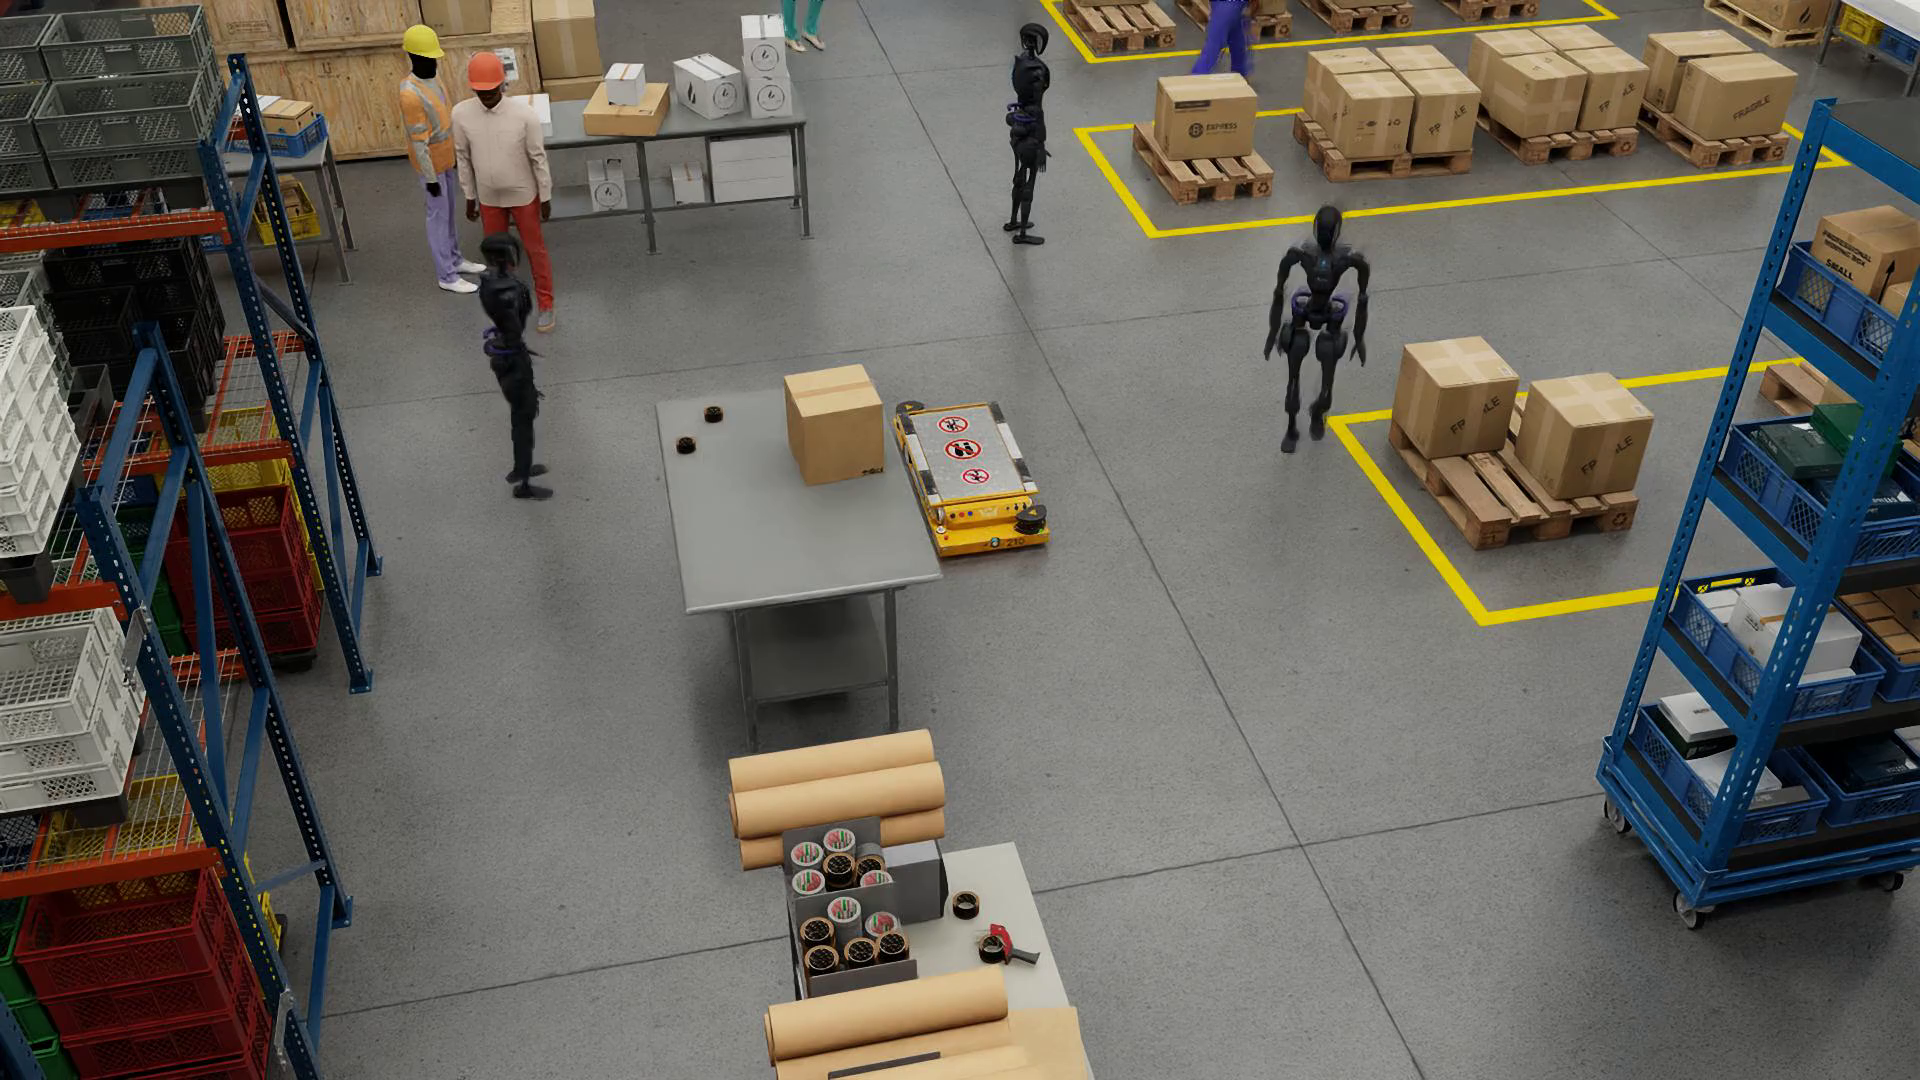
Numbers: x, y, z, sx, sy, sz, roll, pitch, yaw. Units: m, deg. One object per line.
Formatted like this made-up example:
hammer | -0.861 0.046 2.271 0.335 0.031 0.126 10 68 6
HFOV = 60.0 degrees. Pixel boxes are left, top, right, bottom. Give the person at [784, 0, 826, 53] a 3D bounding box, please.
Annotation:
person | -1.502 -5.437 15.611 0.554 1.749 0.526 -27 45 -32

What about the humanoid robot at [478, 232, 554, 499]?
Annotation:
humanoid robot | -2.601 -1.019 9.756 0.360 1.647 0.640 -15 39 -19

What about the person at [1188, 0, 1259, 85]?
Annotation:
person | 2.268 -4.911 14.672 1.012 2.000 0.703 -13 39 -17

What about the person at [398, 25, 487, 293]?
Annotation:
person | -3.698 -2.704 11.802 0.379 1.923 0.587 0 37 1

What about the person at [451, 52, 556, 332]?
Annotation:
person | -3.063 -2.333 11.252 0.610 1.991 0.399 2 37 3

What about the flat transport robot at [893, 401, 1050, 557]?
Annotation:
flat transport robot | 0.046 -0.430 10.108 0.652 0.197 1.431 -8 37 -10

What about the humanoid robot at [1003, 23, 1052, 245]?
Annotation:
humanoid robot | 0.517 -3.057 12.472 0.320 1.654 0.611 -8 37 -10

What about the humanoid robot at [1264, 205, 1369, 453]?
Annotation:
humanoid robot | 2.163 -1.262 10.065 0.626 1.642 0.337 10 38 13
